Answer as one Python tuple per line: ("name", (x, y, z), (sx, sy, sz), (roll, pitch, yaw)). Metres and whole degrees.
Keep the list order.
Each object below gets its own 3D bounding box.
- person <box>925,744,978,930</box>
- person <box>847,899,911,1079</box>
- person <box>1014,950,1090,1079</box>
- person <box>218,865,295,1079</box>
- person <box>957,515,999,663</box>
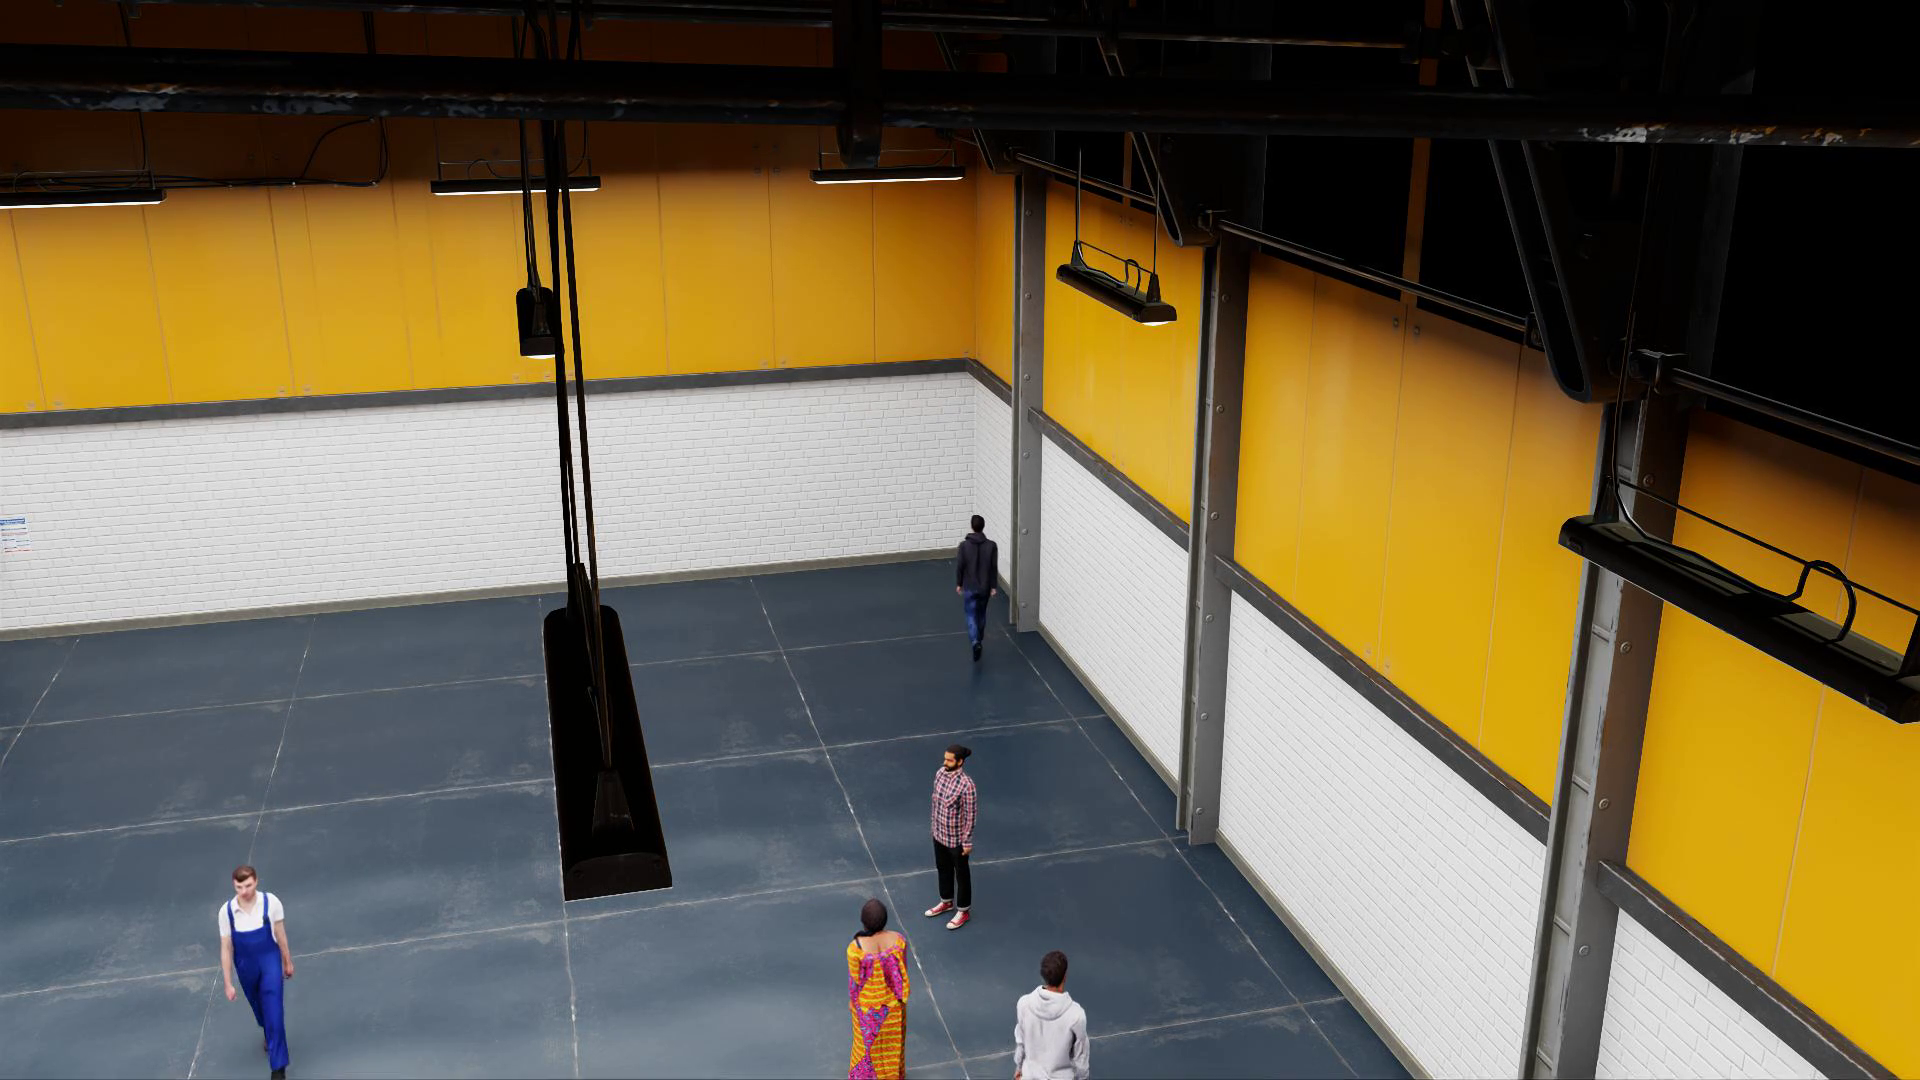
("person", (-0.066, 2.679, 15.249), (0.847, 1.761, 0.724), (-17, 25, -41))
("person", (-0.653, 3.508, 12.906), (0.668, 1.686, 0.677), (-7, 20, -21))
("person", (0.619, 3.791, 11.696), (0.820, 1.921, 0.842), (8, 20, 21))
("person", (-5.557, 3.355, 13.184), (0.676, 1.797, 1.279), (-6, 19, -17))
("person", (0.225, 0.632, 21.164), (0.748, 1.864, 1.150), (-3, 19, -8))
